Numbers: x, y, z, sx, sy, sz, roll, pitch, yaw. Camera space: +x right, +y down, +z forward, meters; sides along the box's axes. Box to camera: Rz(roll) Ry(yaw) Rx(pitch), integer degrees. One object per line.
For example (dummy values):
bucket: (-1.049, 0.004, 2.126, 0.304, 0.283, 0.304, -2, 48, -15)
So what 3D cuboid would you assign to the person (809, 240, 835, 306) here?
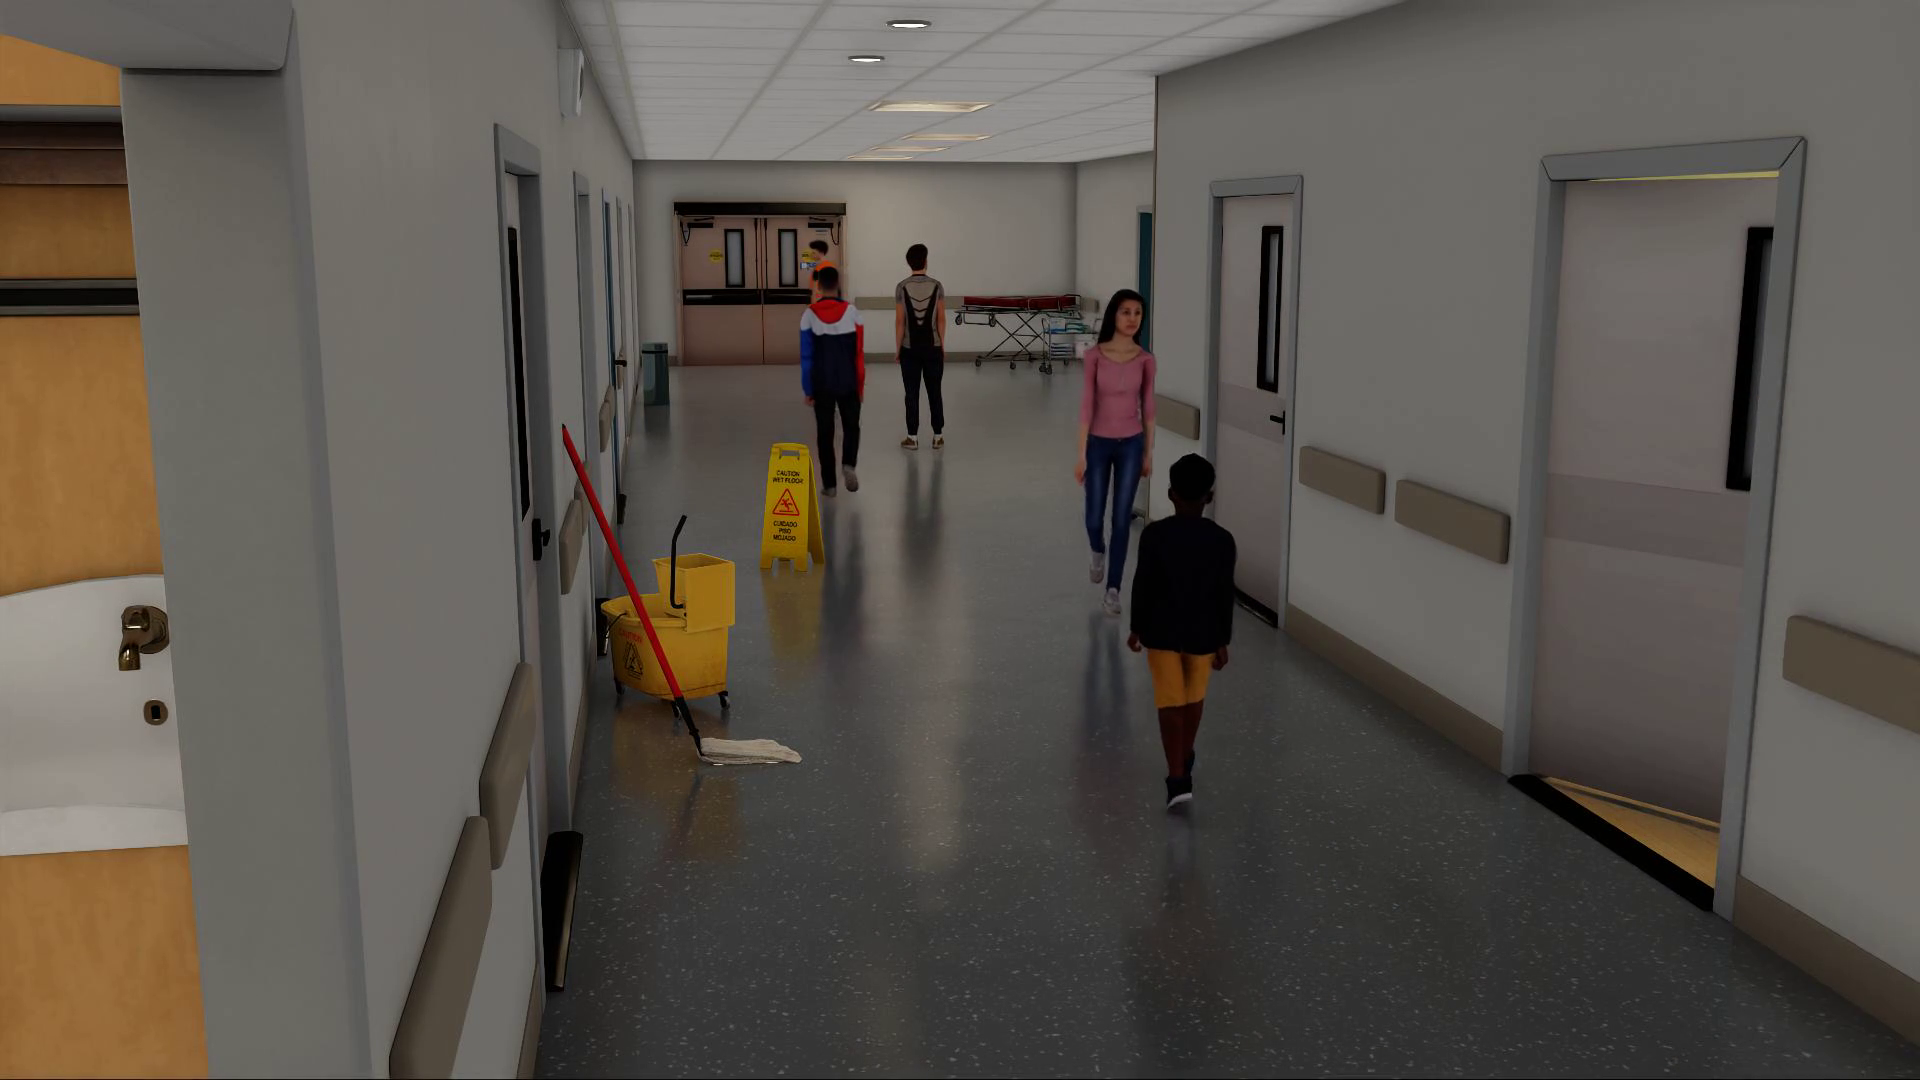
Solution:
person: (-1.801, -3.054, 22.179, 0.920, 1.861, 0.786, 8, 13, 35)

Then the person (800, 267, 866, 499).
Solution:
person: (-0.937, -1.171, 12.553, 0.633, 1.749, 0.755, -2, 11, -9)

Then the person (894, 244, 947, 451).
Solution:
person: (-0.361, -1.798, 15.470, 0.630, 1.894, 0.542, -2, 11, -10)

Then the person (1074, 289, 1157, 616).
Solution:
person: (0.825, -0.486, 9.005, 0.652, 1.726, 0.872, 0, 11, -2)

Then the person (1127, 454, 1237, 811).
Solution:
person: (0.792, 0.337, 5.929, 0.586, 1.257, 0.887, -1, 11, -3)
